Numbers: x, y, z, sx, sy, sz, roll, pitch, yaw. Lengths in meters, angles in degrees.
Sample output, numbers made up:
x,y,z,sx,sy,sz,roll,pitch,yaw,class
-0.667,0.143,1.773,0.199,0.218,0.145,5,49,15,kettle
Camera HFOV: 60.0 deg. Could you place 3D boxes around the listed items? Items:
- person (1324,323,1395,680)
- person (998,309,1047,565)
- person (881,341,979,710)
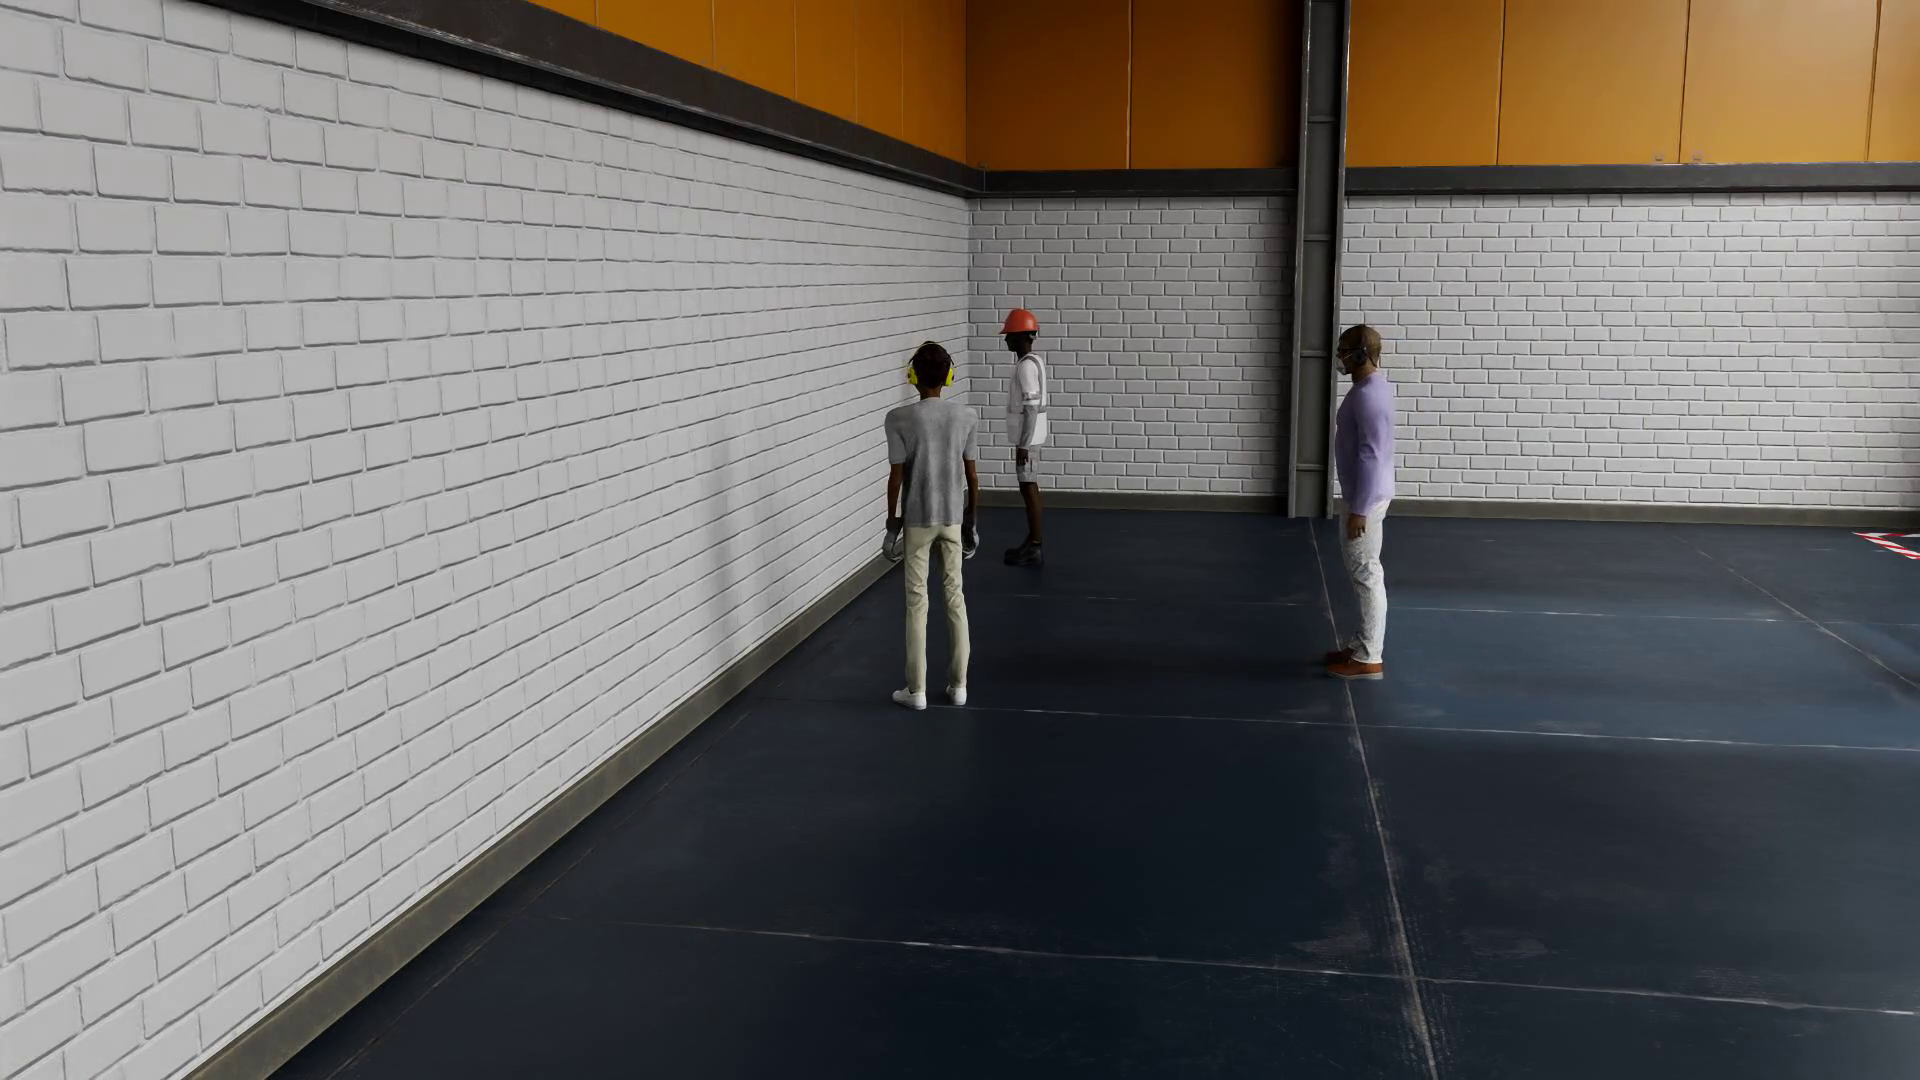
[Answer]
x,y,z,sx,sy,sz,roll,pitch,yaw,class
2.192,-0.207,9.082,0.353,1.937,0.635,2,9,13,person
0.470,-0.775,12.611,0.375,1.935,0.551,1,9,5,person
-0.150,-0.071,8.458,0.514,1.872,0.328,-3,10,-20,person
